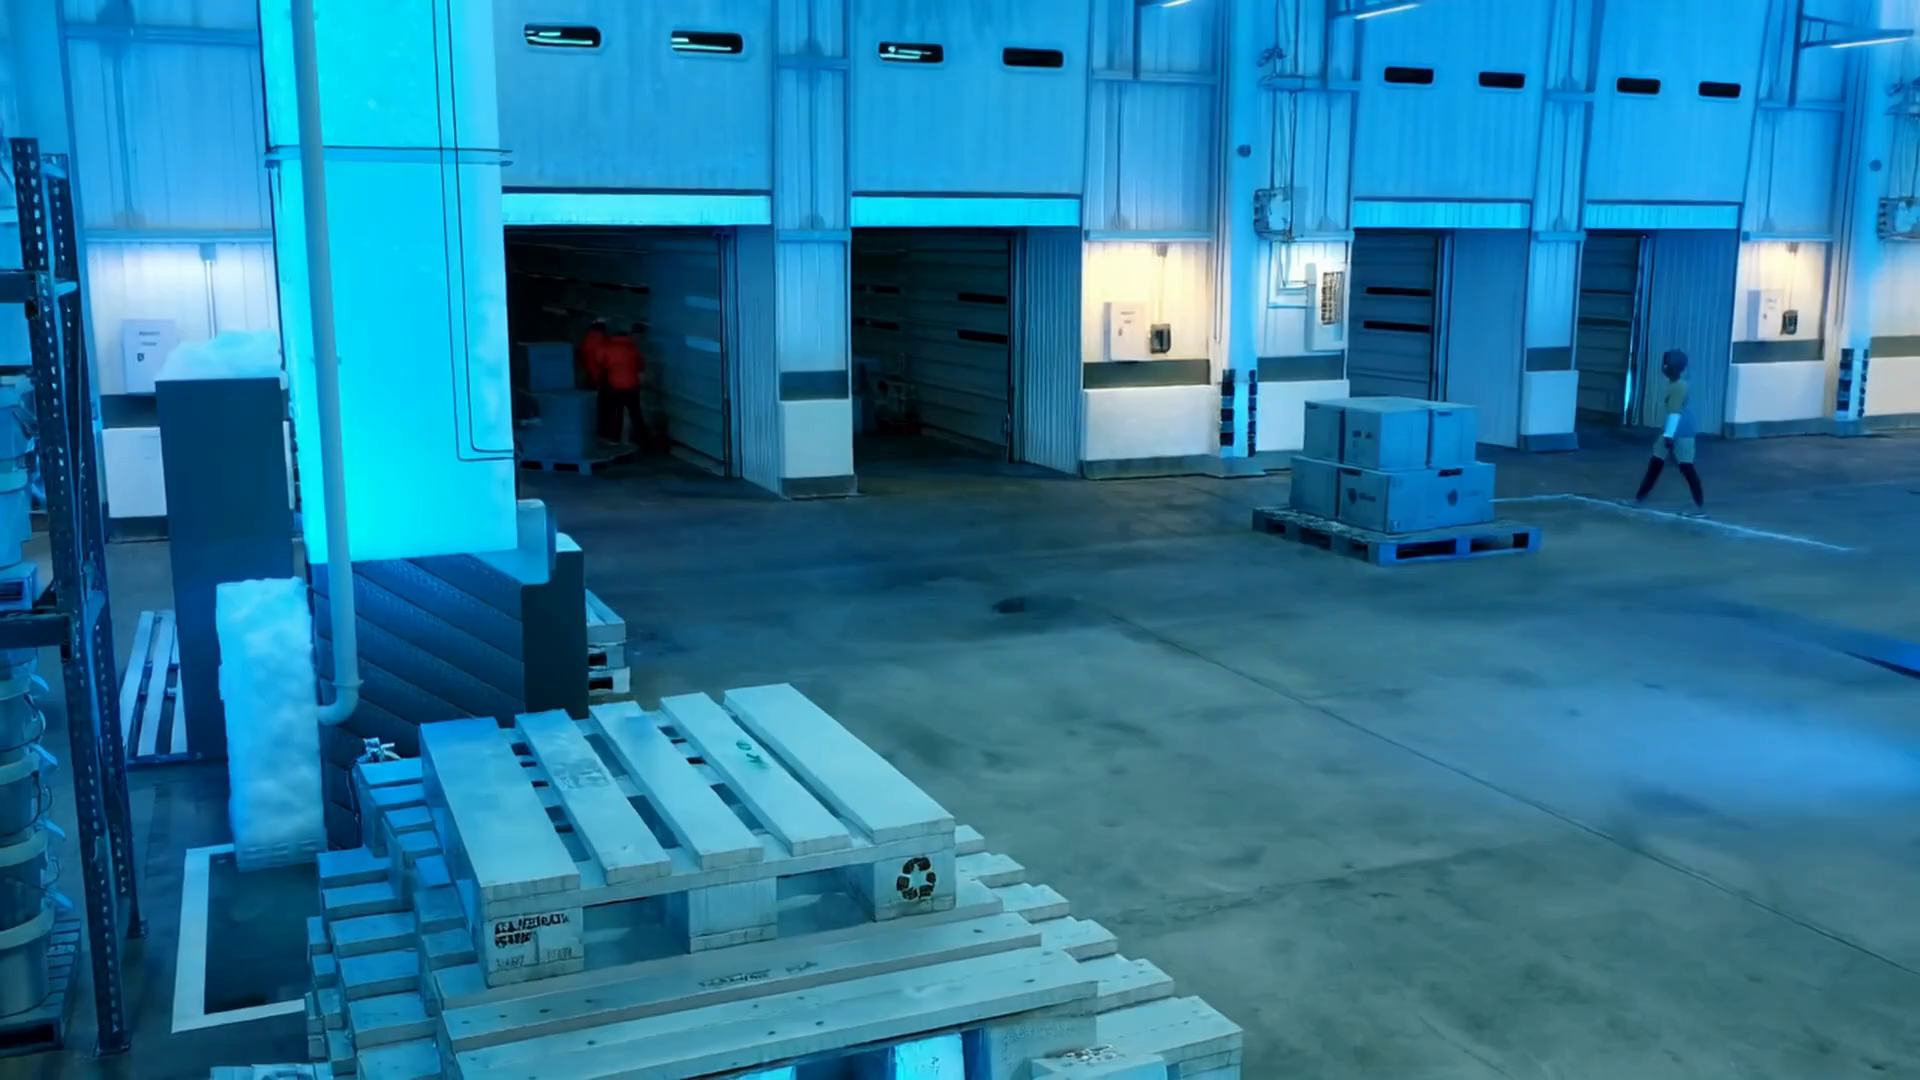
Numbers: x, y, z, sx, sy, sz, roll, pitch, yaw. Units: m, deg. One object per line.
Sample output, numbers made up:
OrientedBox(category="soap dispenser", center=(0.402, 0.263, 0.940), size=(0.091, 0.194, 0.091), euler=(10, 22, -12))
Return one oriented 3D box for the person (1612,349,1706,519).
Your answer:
OrientedBox(category="person", center=(6.913, -1.030, 16.247), size=(0.879, 1.643, 0.540), euler=(2, 10, 11))
